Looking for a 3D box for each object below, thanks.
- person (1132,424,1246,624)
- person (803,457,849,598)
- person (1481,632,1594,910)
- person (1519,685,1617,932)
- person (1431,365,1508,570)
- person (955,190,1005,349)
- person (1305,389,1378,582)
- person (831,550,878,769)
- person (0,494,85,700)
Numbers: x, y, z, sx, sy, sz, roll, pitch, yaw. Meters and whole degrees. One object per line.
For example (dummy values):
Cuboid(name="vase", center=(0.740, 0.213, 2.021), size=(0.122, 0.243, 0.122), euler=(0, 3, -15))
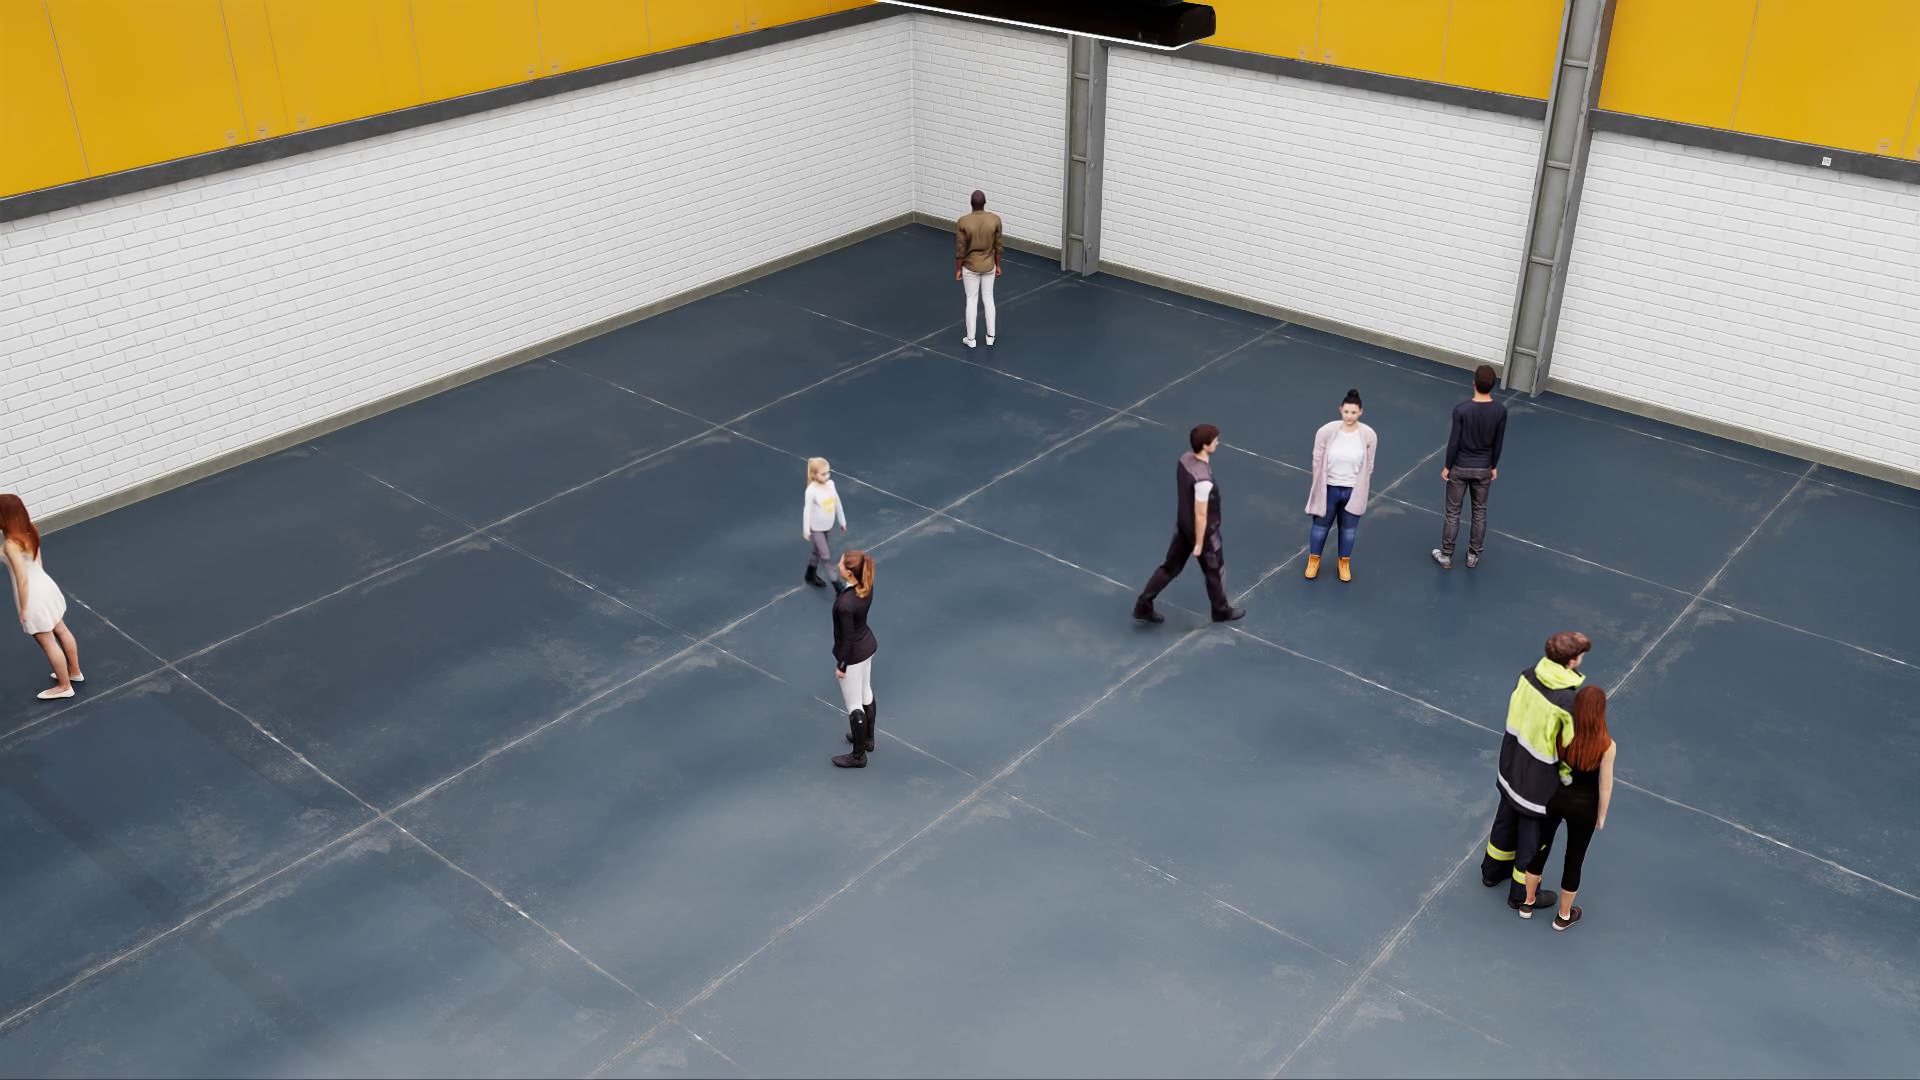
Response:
Cuboid(name="person", center=(1.802, -0.080, 13.388), size=(1.106, 1.812, 1.200), euler=(-9, 30, -16))
Cuboid(name="person", center=(-1.217, -0.131, 14.071), size=(0.858, 1.248, 0.513), euler=(21, 35, 34))
Cuboid(name="person", center=(3.641, 1.419, 10.463), size=(0.931, 1.981, 0.784), euler=(-11, 30, -19))
Cuboid(name="person", center=(3.768, 1.645, 10.317), size=(0.460, 1.725, 0.645), euler=(19, 34, 31))
Cuboid(name="person", center=(4.402, -0.618, 14.314), size=(0.696, 1.871, 0.770), euler=(0, 29, -1))
Cuboid(name="person", center=(0.219, -3.084, 18.881), size=(0.802, 1.825, 0.816), euler=(-6, 29, -12))
Cuboid(name="person", center=(3.244, -0.472, 14.179), size=(0.746, 1.742, 0.856), euler=(5, 29, 8))
Cuboid(name="person", center=(-0.744, 0.831, 11.804), size=(0.657, 1.729, 0.638), euler=(9, 30, 16))
Cuboid(name="person", center=(-6.992, 0.411, 12.593), size=(0.704, 1.712, 0.644), euler=(-2, 29, -4))
